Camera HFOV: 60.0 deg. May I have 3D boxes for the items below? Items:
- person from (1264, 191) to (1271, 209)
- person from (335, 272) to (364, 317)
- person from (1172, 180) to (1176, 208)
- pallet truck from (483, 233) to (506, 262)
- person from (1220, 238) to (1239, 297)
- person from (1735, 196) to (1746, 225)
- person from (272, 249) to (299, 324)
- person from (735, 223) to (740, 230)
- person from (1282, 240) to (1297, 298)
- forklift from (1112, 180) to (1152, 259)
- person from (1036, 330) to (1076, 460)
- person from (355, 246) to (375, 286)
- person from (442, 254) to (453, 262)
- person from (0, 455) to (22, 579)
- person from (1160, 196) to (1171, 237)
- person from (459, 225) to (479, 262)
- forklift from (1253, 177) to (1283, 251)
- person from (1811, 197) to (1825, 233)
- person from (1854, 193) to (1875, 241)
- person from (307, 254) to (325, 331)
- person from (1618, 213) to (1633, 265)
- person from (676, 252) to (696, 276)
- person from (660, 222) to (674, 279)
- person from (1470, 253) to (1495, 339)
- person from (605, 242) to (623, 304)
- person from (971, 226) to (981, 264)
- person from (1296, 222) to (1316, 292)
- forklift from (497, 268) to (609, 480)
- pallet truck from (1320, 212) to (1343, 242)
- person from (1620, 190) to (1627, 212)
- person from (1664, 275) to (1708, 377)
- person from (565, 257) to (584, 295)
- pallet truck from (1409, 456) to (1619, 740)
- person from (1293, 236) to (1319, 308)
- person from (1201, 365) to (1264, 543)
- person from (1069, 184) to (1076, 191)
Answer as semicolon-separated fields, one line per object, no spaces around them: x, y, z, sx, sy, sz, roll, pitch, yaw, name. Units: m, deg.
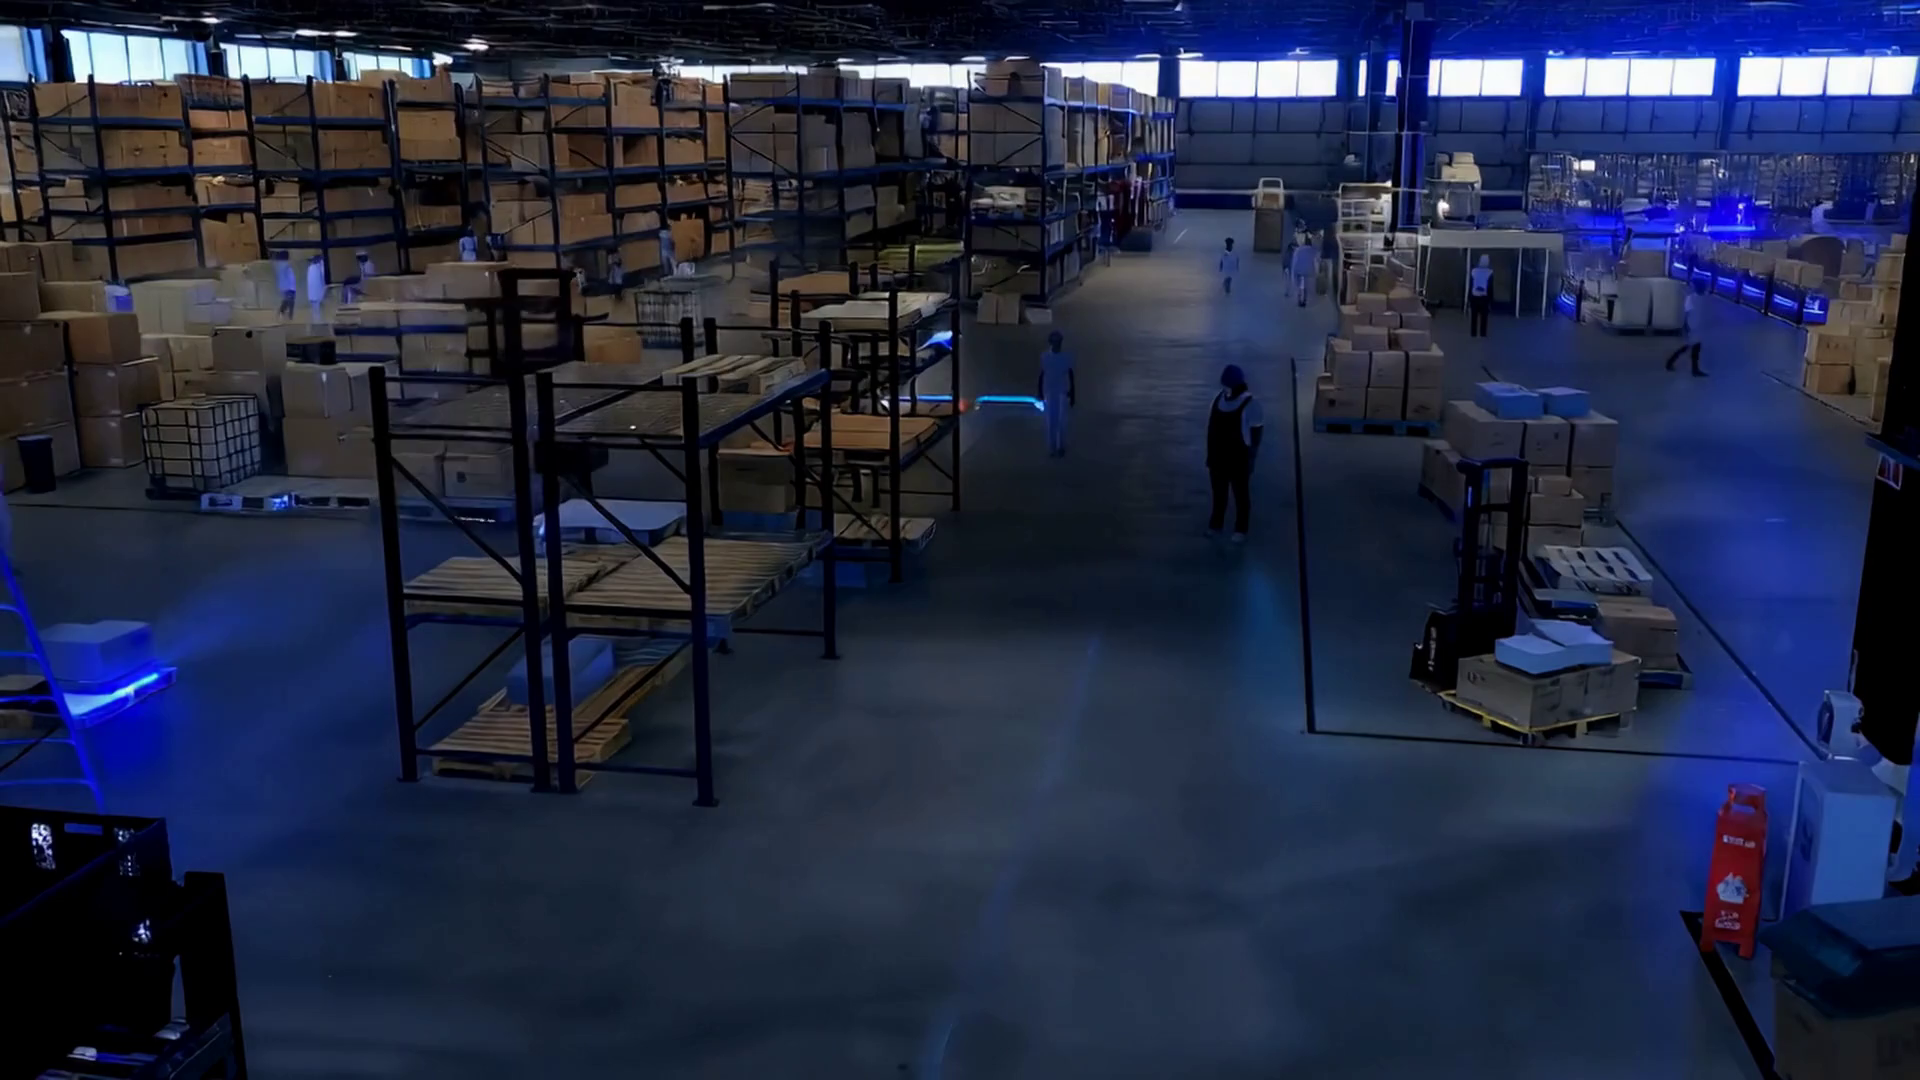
15.902;-17.348;86.262;0.513;1.605;0.796;-11;18;-38;person
-12.426;-4.540;33.845;0.898;1.801;0.625;6;15;25;person
11.629;-18.718;91.065;0.506;1.964;0.652;5;15;21;person
-11.832;-7.026;43.548;1.885;1.965;0.823;8;16;28;pallet truck
7.588;-7.655;46.769;0.536;1.675;0.512;-6;15;-22;person
33.890;-14.016;72.243;0.572;1.841;0.376;-12;19;-41;person
-16.229;-6.078;40.055;0.639;1.833;0.461;7;16;28;person
-9.698;-13.882;71.773;0.575;1.799;0.906;3;14;14;person
9.332;-7.656;46.885;0.517;1.613;0.473;1;14;6;person
6.082;-11.722;60.796;1.873;2.768;1.129;2;14;9;forklift
1.360;-2.058;23.690;0.558;1.846;0.666;2;14;8;person
-14.245;-6.069;39.822;0.549;1.914;0.584;-11;17;-37;person
-11.442;-5.430;37.202;0.371;1.934;0.627;-2;14;-9;person
-10.119;-0.495;17.200;0.718;1.911;0.639;8;16;30;person
9.126;-14.350;73.766;0.327;1.766;0.528;-11;17;-37;person
-14.232;-8.153;48.247;0.551;1.934;0.373;-4;14;-15;person
12.083;-12.747;64.956;1.129;2.768;1.873;3;14;10;forklift
37.093;-13.914;71.905;0.563;1.817;0.590;-5;15;-19;person
38.672;-13.700;70.639;0.980;2.012;0.620;11;18;38;person
-14.056;-5.263;36.407;0.392;1.988;0.608;-9;16;-32;person
23.233;-10.508;58.062;0.403;1.818;0.601;9;16;31;person
-6.879;-6.417;41.814;0.523;1.636;0.310;-8;16;-30;person
-8.763;-8.571;49.941;0.372;1.941;0.627;-10;17;-34;person
11.781;-5.508;37.549;0.372;1.916;0.597;-11;18;-37;person
-9.344;-7.207;44.921;0.552;1.677;0.502;4;15;17;person
0.547;-10.545;58.313;0.533;1.767;0.326;12;18;40;person
10.099;-8.285;48.628;0.604;2.017;0.703;5;15;19;person
-5.575;-2.211;22.180;1.129;2.768;1.873;3;14;10;forklift
15.874;-13.227;70.310;0.680;1.201;1.601;10;17;35;pallet truck
35.806;-18.243;89.587;0.342;1.750;0.568;-10;17;-35;person
13.914;-4.082;31.704;0.600;1.941;0.703;-10;17;-36;person
-9.351;-6.020;40.222;0.527;1.627;0.313;0;14;1;person
4.504;0.400;13.395;0.823;1.965;1.885;-6;15;-23;pallet truck
9.203;-7.153;44.315;0.671;1.866;0.913;2;14;7;person
3.055;-0.982;18.917;0.688;2.000;0.536;13;19;42;person
6.097;-18.230;89.480;0.613;1.774;0.943;-3;14;-11;person
